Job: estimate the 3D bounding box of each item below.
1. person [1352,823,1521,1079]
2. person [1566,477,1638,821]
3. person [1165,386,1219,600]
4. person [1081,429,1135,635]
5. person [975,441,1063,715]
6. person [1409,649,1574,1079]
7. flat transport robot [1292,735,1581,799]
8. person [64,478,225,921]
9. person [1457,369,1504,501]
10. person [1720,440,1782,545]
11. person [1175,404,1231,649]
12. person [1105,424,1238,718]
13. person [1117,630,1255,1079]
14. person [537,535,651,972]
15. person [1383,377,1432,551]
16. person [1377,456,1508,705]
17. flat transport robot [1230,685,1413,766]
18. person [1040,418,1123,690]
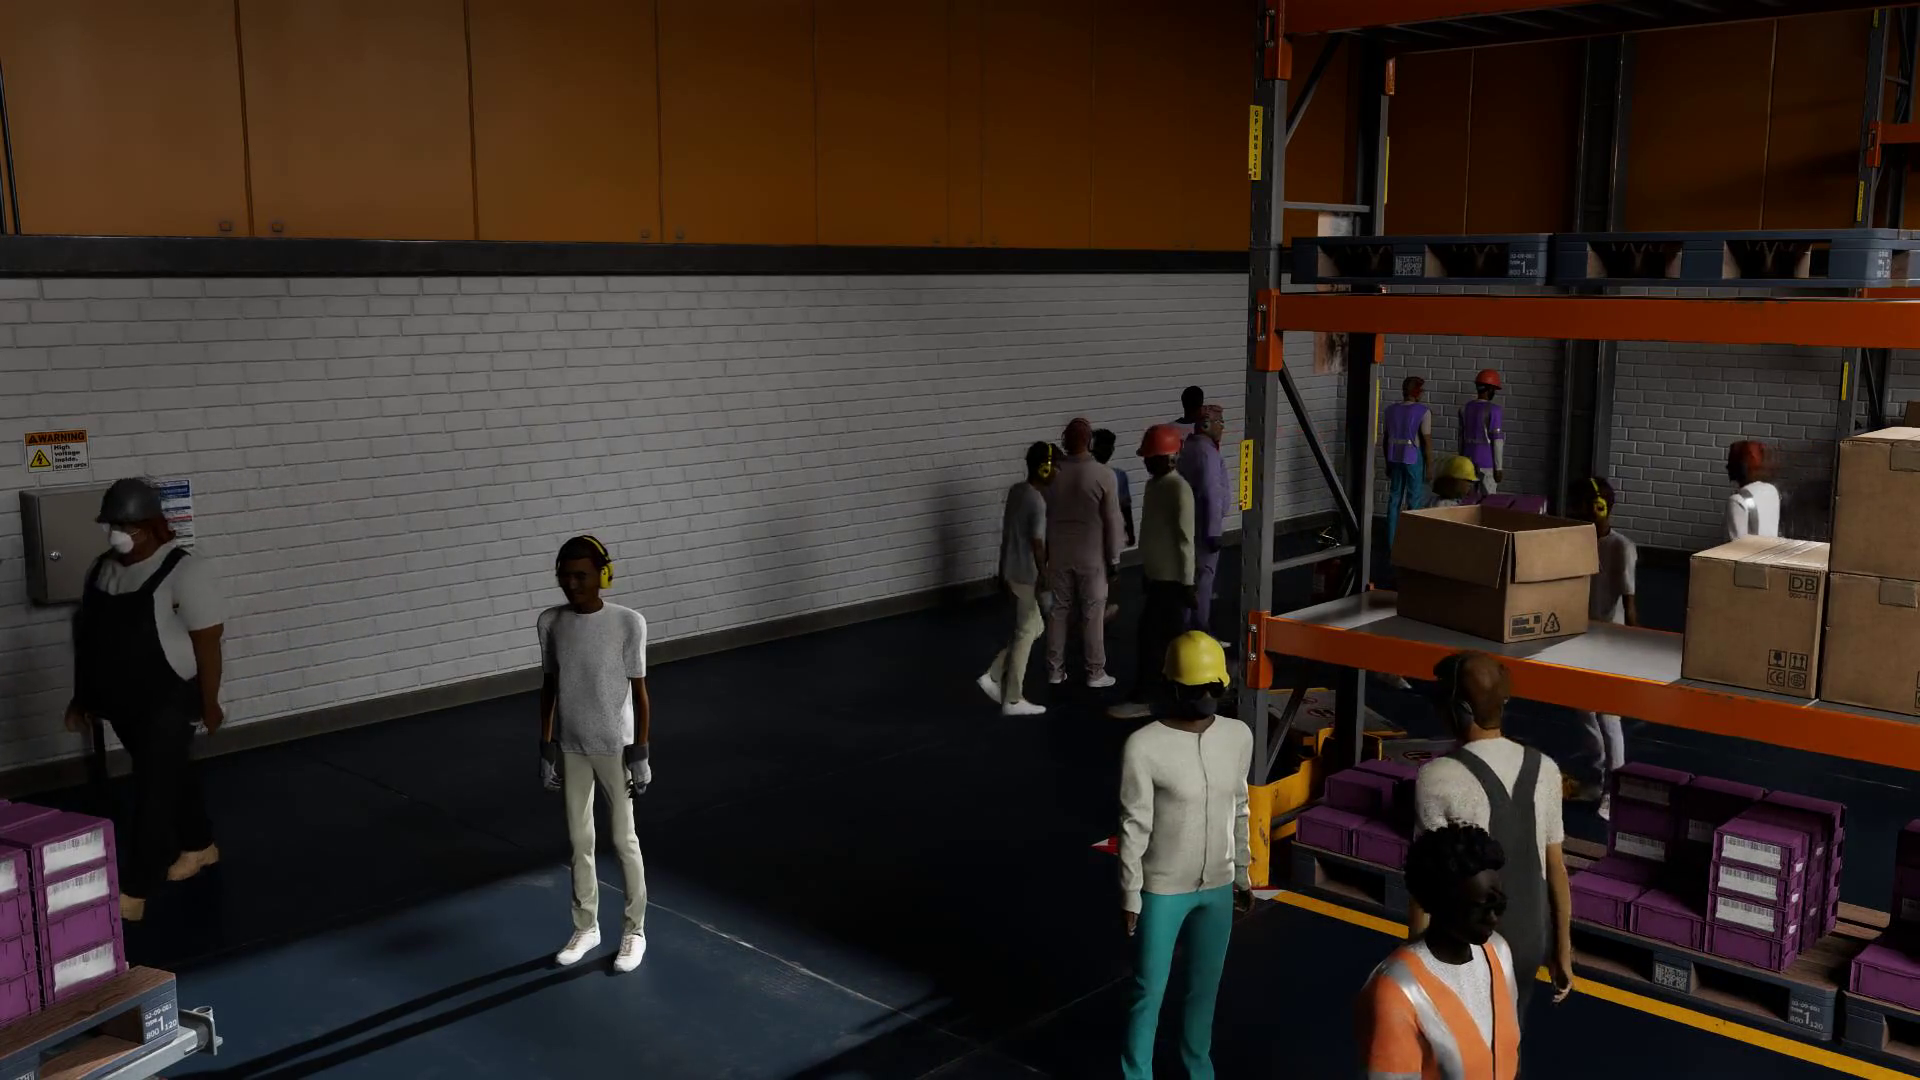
[{"bbox_3d":[1.115,1.477,3.906,0.540,1.695,0.317,-8,12,-42],"label":"person"},{"bbox_3d":[3.446,0.578,8.981,0.392,1.849,0.601,-2,9,-11],"label":"person"},{"bbox_3d":[2.042,-0.406,14.778,0.588,1.920,0.387,6,11,32],"label":"person"},{"bbox_3d":[1.169,-0.078,13.569,0.541,1.646,0.843,7,12,37],"label":"person"},{"bbox_3d":[0.435,0.266,10.886,0.466,1.837,0.567,-3,10,-16],"label":"person"},{"bbox_3d":[1.620,1.255,4.929,0.550,1.813,0.677,-3,10,-16],"label":"person"},{"bbox_3d":[2.669,1.299,9.357,1.431,0.197,0.652,-2,9,-10],"label":"flat transport robot"},{"bbox_3d":[-3.811,0.687,7.701,0.682,2.000,1.022,4,10,21],"label":"person"},{"bbox_3d":[5.372,-0.791,17.106,0.373,1.929,0.542,-6,11,-31],"label":"person"},{"bbox_3d":[5.235,0.258,10.979,0.587,1.842,0.984,-6,11,-33],"label":"person"},{"bbox_3d":[1.910,-0.110,13.009,0.399,1.905,0.643,-2,10,-14],"label":"person"},{"bbox_3d":[1.431,0.200,10.965,0.902,1.959,0.625,-2,9,-11],"label":"person"},{"bbox_3d":[0.772,1.167,5.601,0.533,1.767,0.324,-5,10,-26],"label":"person"},{"bbox_3d":[-1.542,0.893,7.007,0.511,1.862,0.323,2,10,13],"label":"person"},{"bbox_3d":[4.644,-0.776,17.293,0.388,1.837,0.563,-8,12,-41],"label":"person"},{"bbox_3d":[3.312,0.252,11.441,0.925,1.692,0.497,6,11,32],"label":"person"},{"bbox_3d":[2.222,1.143,10.316,0.652,0.197,1.431,-2,9,-10],"label":"flat transport robot"},{"bbox_3d":[0.840,0.098,11.704,0.651,1.913,0.410,4,10,25],"label":"person"}]
